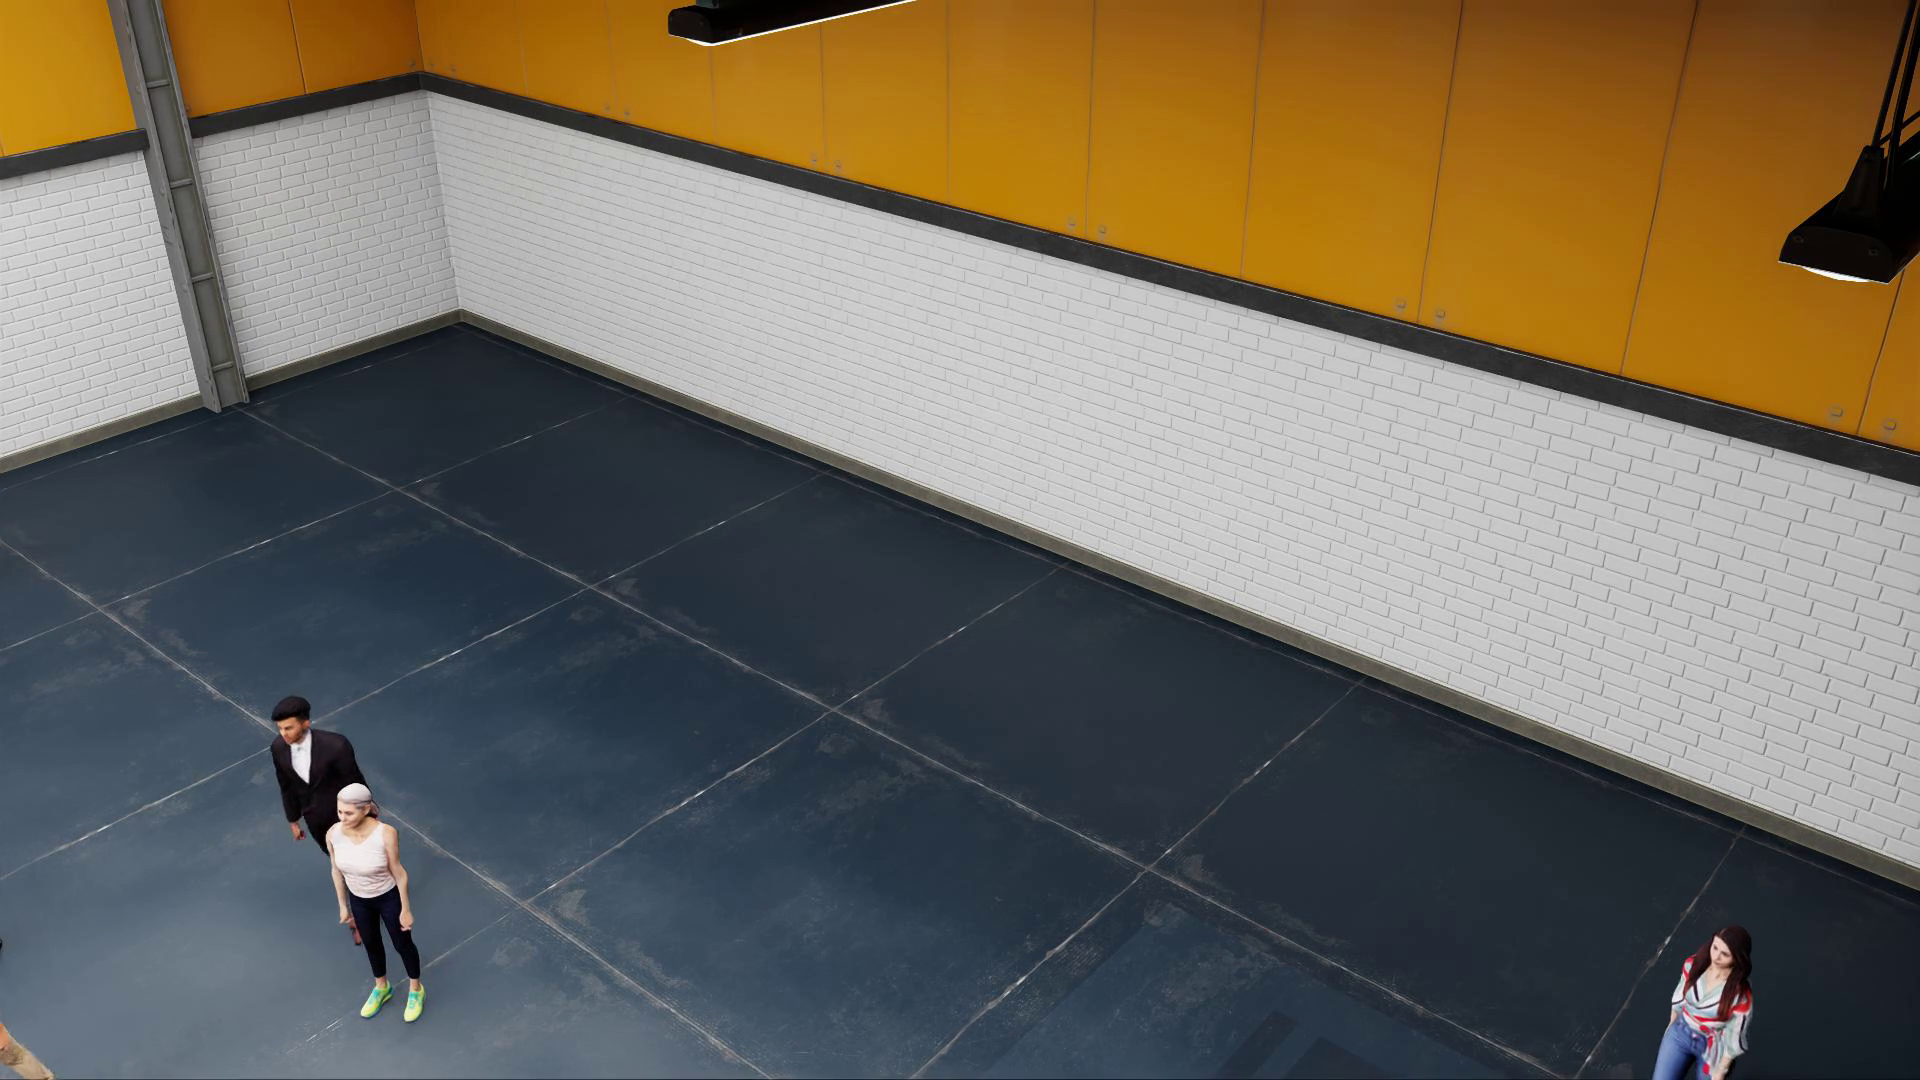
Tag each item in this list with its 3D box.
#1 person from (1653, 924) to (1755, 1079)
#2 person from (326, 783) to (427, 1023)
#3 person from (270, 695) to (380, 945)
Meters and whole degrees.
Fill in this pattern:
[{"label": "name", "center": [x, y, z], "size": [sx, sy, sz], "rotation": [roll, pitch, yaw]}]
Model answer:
[{"label": "person", "center": [4.064, 2.701, 8.995], "size": [1.022, 1.586, 0.756], "rotation": [-20, 34, -32]}, {"label": "person", "center": [-3.466, 2.139, 9.906], "size": [0.689, 1.701, 0.706], "rotation": [4, 29, 7]}, {"label": "person", "center": [-3.927, 1.697, 10.557], "size": [0.842, 1.852, 0.851], "rotation": [6, 29, 12]}]
